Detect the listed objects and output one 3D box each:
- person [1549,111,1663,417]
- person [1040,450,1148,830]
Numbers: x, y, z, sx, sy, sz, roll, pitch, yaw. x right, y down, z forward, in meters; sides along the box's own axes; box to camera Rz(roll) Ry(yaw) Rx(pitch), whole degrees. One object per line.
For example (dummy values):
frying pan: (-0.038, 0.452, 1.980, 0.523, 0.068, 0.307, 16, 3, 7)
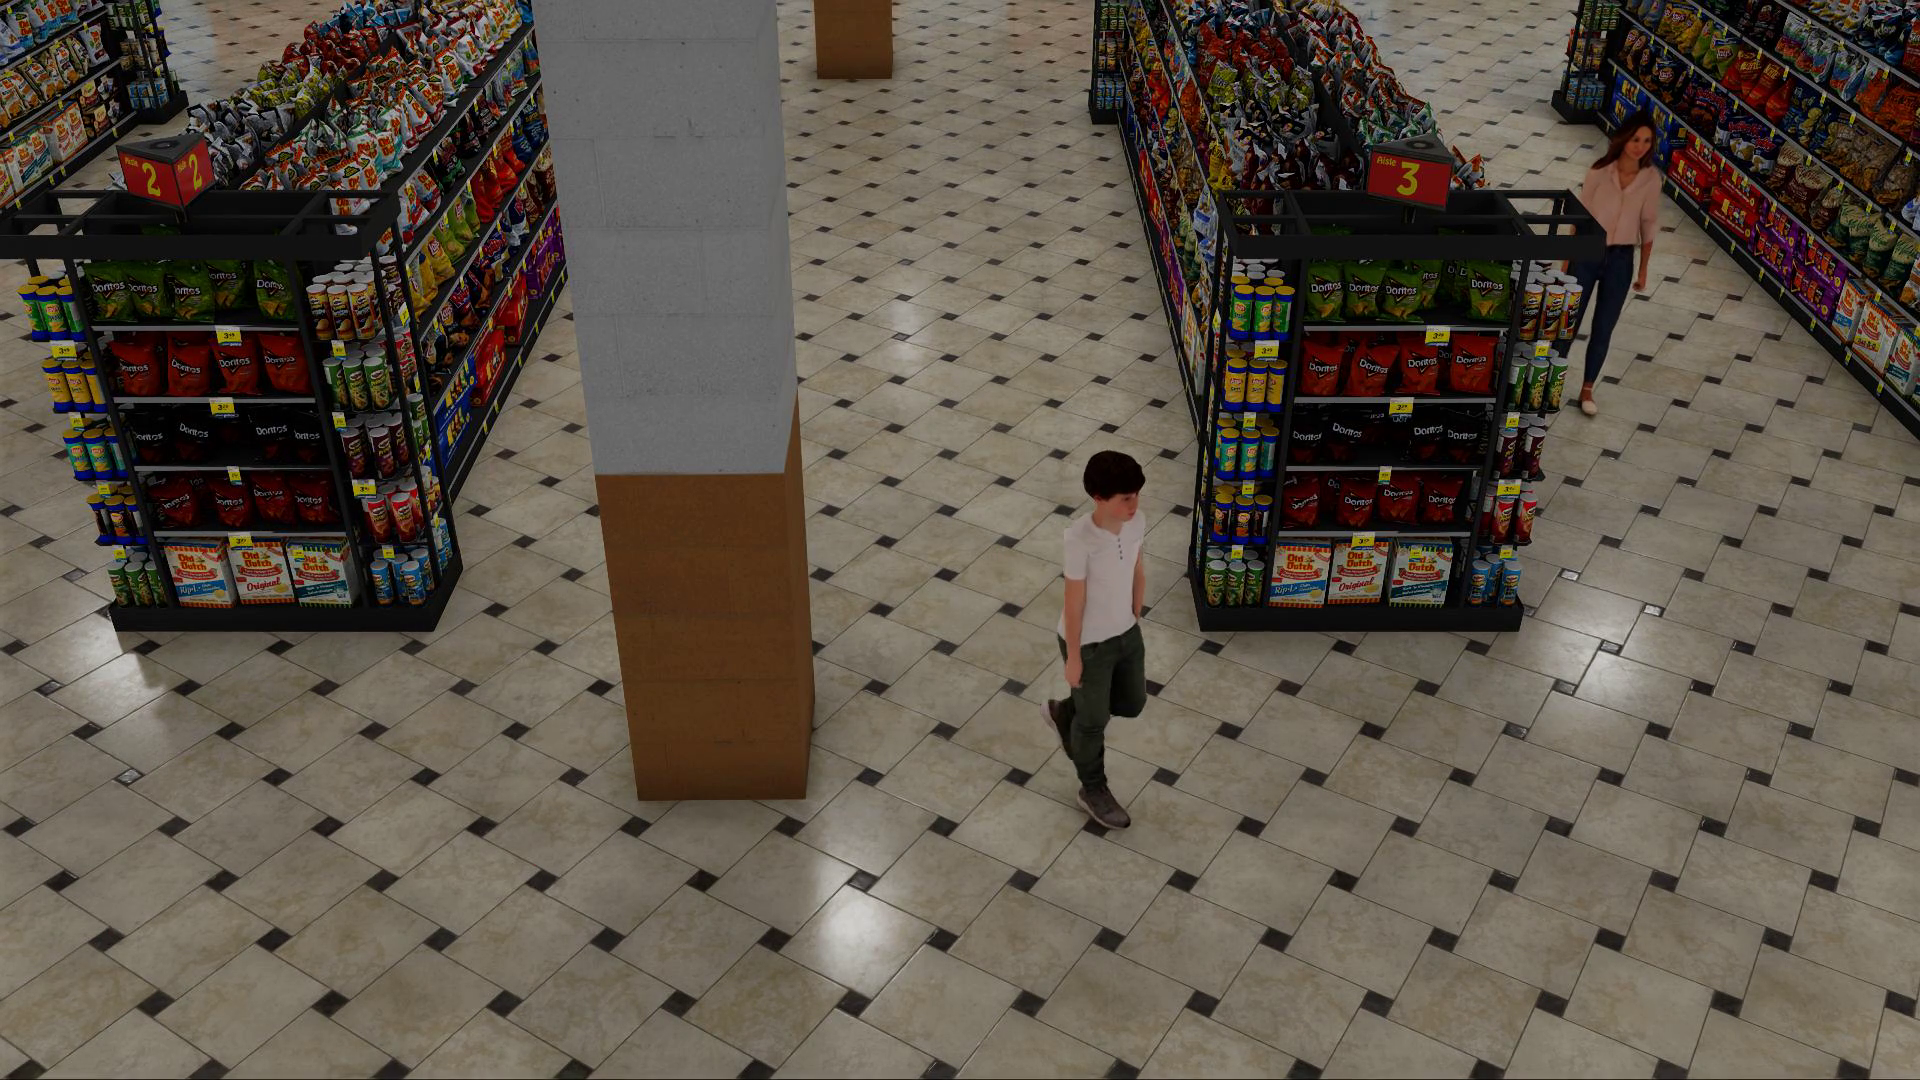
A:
person: (3.665, -1.579, 9.476, 0.668, 1.781, 0.635, 7, 33, 12)
person: (0.488, 0.353, 6.501, 0.838, 1.643, 0.927, -23, 38, -32)
